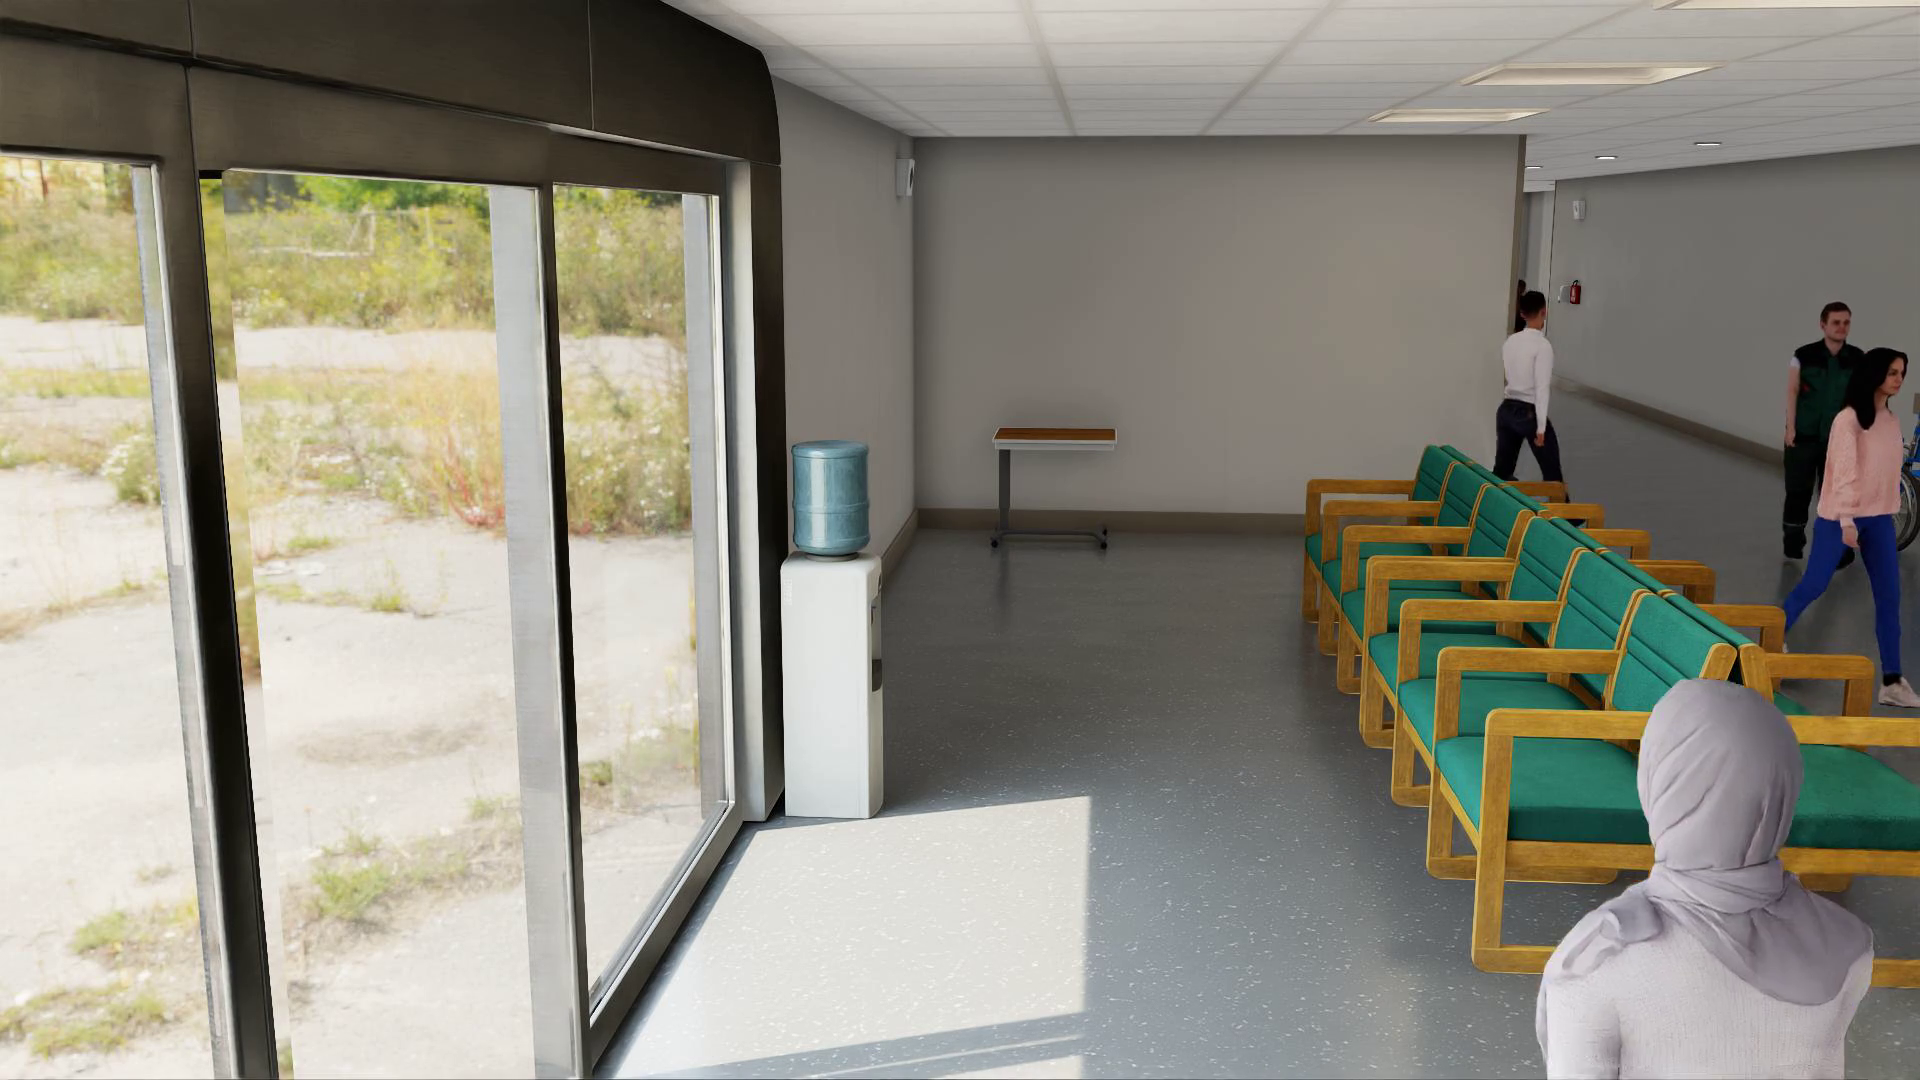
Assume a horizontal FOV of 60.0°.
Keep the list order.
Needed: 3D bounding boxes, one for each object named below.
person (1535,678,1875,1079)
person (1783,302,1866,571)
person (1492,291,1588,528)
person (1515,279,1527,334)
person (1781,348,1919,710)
[{"bbox_3d":[0.994,1.094,2.155,1.108,1.729,0.779,0,11,-2],"label":"person"},{"bbox_3d":[5.898,-0.714,11.488,1.057,1.802,0.819,3,11,13],"label":"person"},{"bbox_3d":[3.987,-0.846,12.004,1.272,1.830,1.050,-5,12,-24],"label":"person"},{"bbox_3d":[8.265,-3.057,24.573,1.016,1.529,0.712,3,11,14],"label":"person"},{"bbox_3d":[4.346,-0.059,8.259,1.220,1.719,0.986,-3,11,-16],"label":"person"}]
